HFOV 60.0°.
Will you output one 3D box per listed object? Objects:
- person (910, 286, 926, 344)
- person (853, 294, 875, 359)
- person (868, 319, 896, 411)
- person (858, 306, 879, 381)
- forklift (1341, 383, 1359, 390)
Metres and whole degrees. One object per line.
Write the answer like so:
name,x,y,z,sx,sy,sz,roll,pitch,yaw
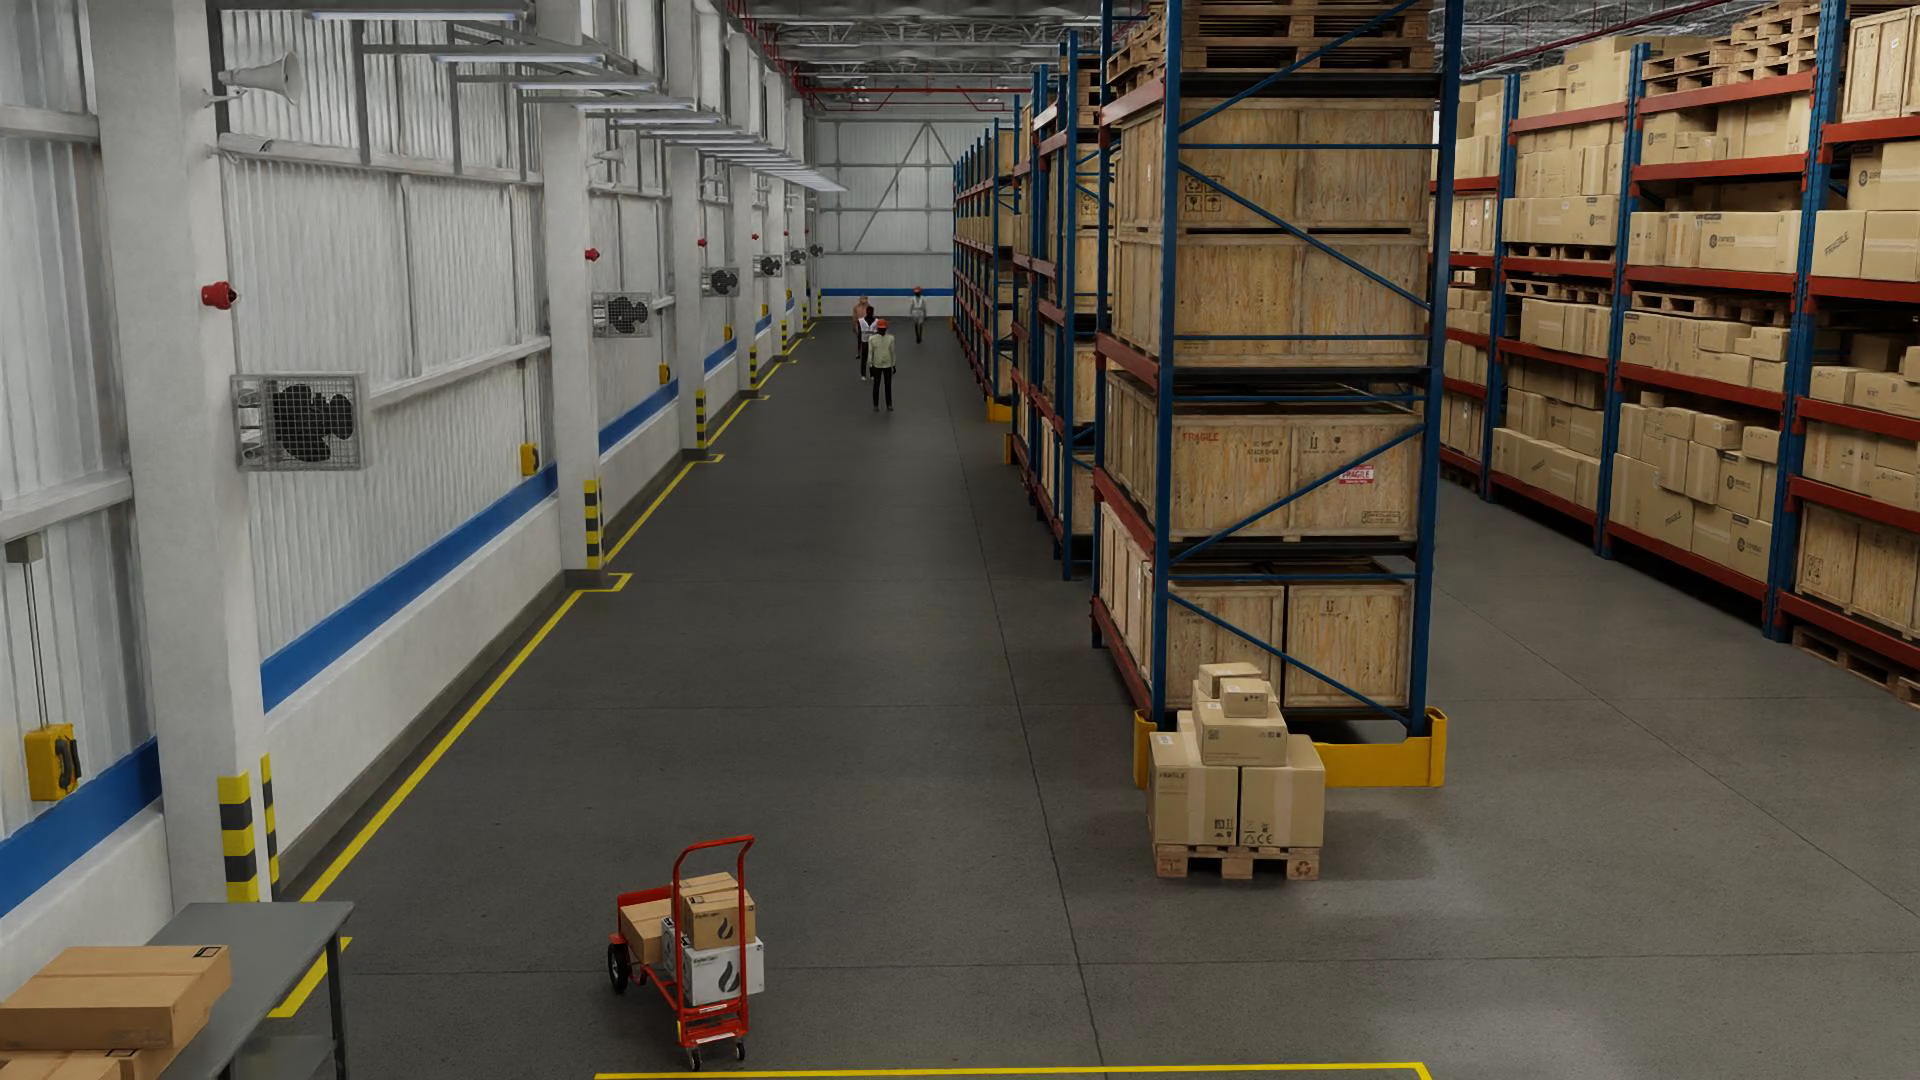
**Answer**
person,-1.389,-7.527,55.587,0.548,1.905,0.927,1,11,4
person,-2.851,-6.323,49.288,0.643,1.908,0.399,0,11,1
person,-1.662,-3.755,35.727,0.618,1.986,0.407,-3,11,-16
person,-2.326,-5.039,42.617,0.594,1.909,0.399,-2,11,-8
forklift,4.796,-1.392,21.091,1.873,2.768,1.129,0,11,-2
